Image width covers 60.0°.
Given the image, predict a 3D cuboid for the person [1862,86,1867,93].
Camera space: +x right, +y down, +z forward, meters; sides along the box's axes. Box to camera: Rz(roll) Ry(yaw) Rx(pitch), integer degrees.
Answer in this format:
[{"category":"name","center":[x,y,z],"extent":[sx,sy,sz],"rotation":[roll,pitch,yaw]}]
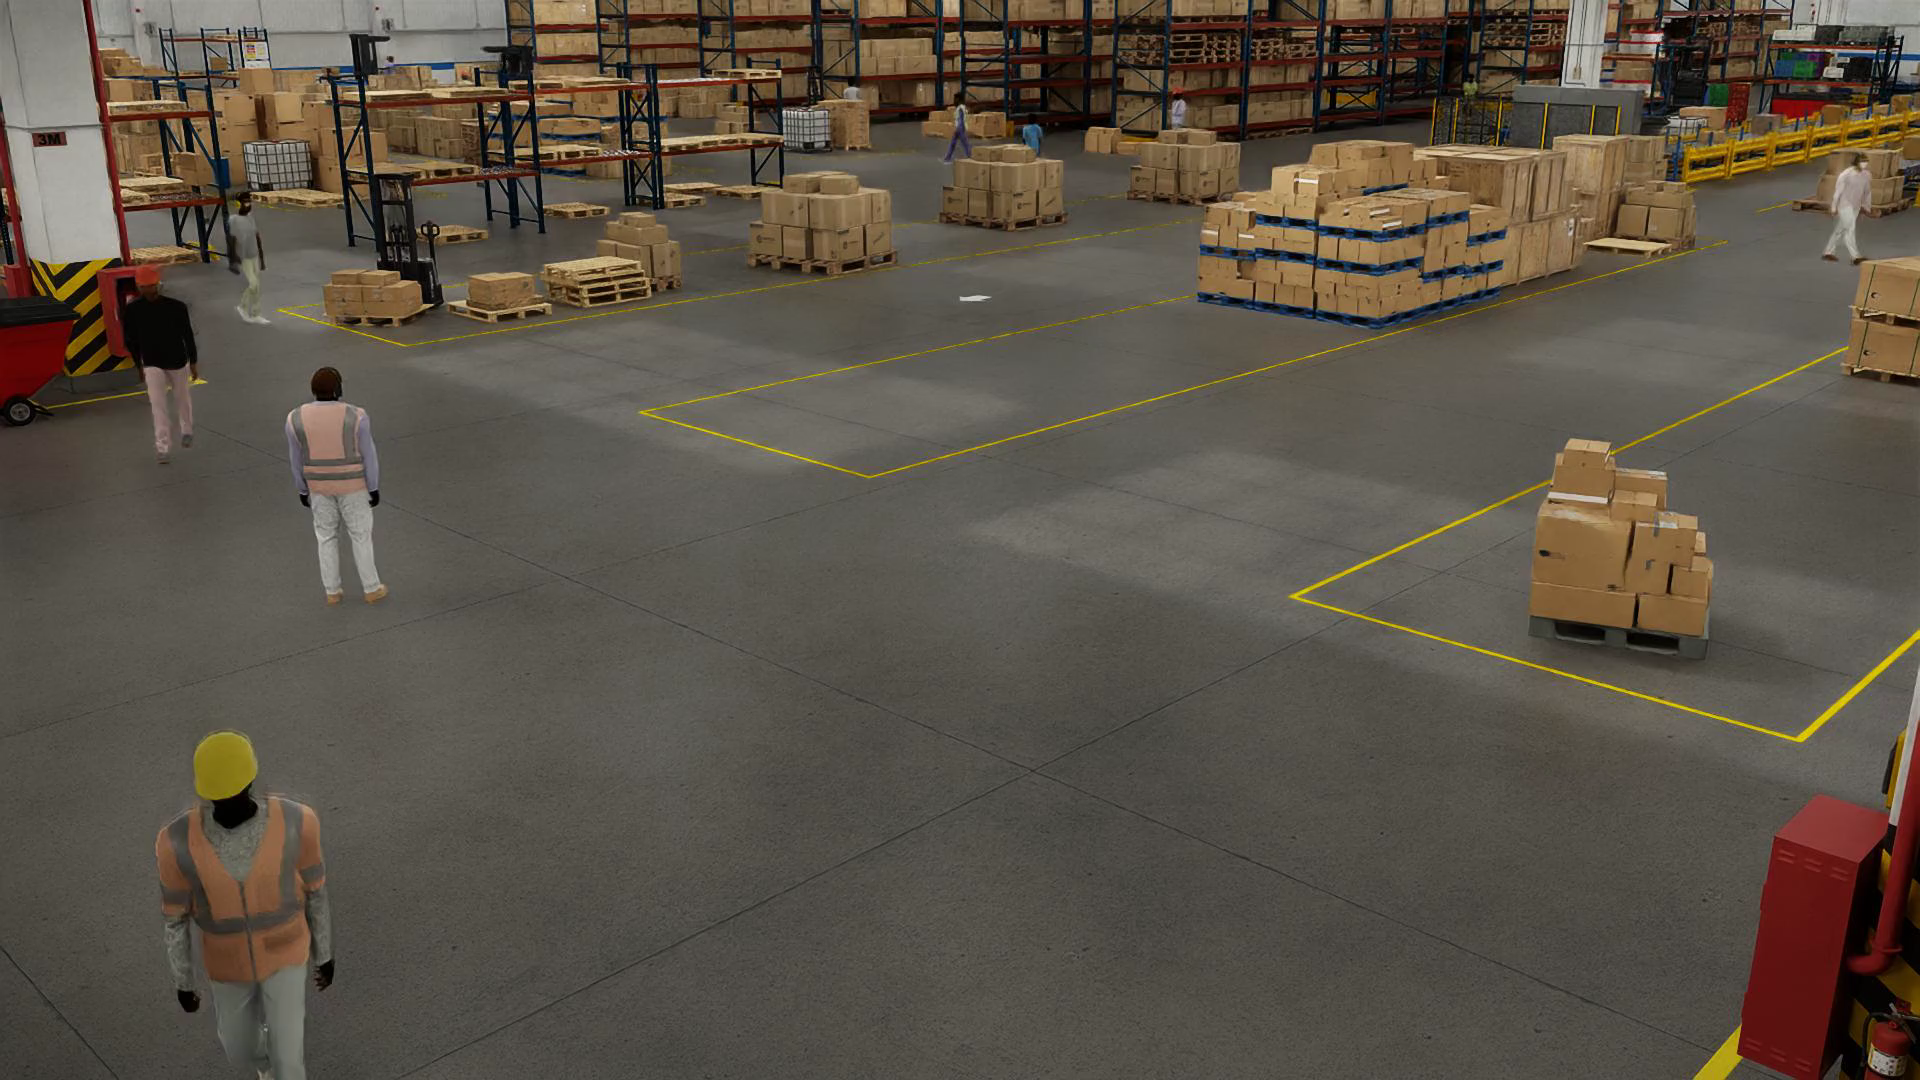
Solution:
[{"category":"person","center":[36.385,-18.495,67.186],"extent":[0.596,1.809,0.818],"rotation":[-14,23,-36]}]

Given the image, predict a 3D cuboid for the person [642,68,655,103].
[{"category":"person","center":[-11.091,-15.956,59.473],"extent":[1.054,1.851,0.638],"rotation":[15,23,38]}]

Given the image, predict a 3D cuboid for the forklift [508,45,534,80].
[{"category":"forklift","center":[-13.658,-14.074,52.183],"extent":[1.129,2.768,1.873],"rotation":[17,25,41]}]

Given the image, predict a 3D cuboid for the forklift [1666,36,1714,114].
[{"category":"forklift","center":[27.341,-17.291,61.877],"extent":[1.129,2.768,1.873],"rotation":[17,25,41]}]

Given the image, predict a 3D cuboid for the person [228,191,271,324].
[{"category":"person","center":[-9.906,-3.920,23.190],"extent":[0.405,1.856,0.556],"rotation":[6,19,19]}]

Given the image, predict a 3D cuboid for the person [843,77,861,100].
[{"category":"person","center":[-3.339,-13.422,51.734],"extent":[0.600,1.926,1.009],"rotation":[-7,20,-20]}]

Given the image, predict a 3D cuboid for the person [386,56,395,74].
[{"category":"person","center":[-23.085,-18.780,67.905],"extent":[0.968,1.888,0.621],"rotation":[-12,22,-33]}]

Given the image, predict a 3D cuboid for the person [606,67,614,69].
[{"category":"person","center":[-14.744,-19.497,70.494],"extent":[0.517,1.616,0.662],"rotation":[2,18,5]}]

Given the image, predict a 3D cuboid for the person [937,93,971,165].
[{"category":"person","center":[-0.085,-10.945,44.338],"extent":[0.987,1.862,0.614],"rotation":[-3,19,-10]}]

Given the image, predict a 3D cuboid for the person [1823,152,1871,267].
[{"category":"person","center":[15.210,-5.631,28.303],"extent":[0.653,1.882,1.007],"rotation":[-7,20,-20]}]

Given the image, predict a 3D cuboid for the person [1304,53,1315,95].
[{"category":"person","center":[15.468,-20.619,73.429],"extent":[0.403,1.904,0.652],"rotation":[-16,24,-39]}]

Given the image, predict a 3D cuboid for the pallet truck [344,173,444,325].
[{"category":"pallet truck","center":[-8.209,-4.181,23.757],"extent":[0.823,1.965,1.885],"rotation":[3,19,9]}]

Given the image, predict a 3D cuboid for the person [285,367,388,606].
[{"category":"person","center":[-4.714,-0.401,12.615],"extent":[0.624,1.844,0.430],"rotation":[-1,18,-4]}]

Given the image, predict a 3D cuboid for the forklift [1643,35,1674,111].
[{"category":"forklift","center":[26.792,-18.090,64.285],"extent":[1.129,2.768,1.873],"rotation":[17,25,41]}]

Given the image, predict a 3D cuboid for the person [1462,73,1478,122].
[{"category":"person","center":[18.005,-15.630,58.730],"extent":[0.540,1.681,0.462],"rotation":[4,19,13]}]

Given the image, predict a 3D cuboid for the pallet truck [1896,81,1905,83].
[{"category":"pallet truck","center":[34.802,-16.331,61.455],"extent":[0.653,1.274,1.630],"rotation":[17,25,41]}]

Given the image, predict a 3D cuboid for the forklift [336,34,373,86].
[{"category":"forklift","center":[-23.363,-18.330,65.008],"extent":[1.129,2.768,1.873],"rotation":[17,25,41]}]

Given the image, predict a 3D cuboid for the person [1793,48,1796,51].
[{"category":"person","center":[42.284,-24.199,84.253],"extent":[0.417,1.894,0.681],"rotation":[14,23,36]}]

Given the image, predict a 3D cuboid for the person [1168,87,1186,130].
[{"category":"person","center":[6.009,-11.626,46.306],"extent":[0.399,1.921,0.554],"rotation":[-5,19,-16]}]

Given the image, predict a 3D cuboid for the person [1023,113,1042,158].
[{"category":"person","center":[1.750,-9.446,40.117],"extent":[0.540,1.683,0.493],"rotation":[-8,20,-23]}]

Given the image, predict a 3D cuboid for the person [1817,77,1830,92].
[{"category":"person","center":[30.818,-15.980,59.408],"extent":[0.513,1.927,0.634],"rotation":[-1,18,-3]}]

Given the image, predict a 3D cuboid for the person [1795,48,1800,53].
[{"category":"person","center":[41.833,-23.778,83.256],"extent":[0.592,1.698,0.730],"rotation":[-6,19,-18]}]

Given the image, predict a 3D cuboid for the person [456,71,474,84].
[{"category":"person","center":[-16.111,-14.300,54.288],"extent":[0.607,1.964,0.687],"rotation":[-9,20,-25]}]

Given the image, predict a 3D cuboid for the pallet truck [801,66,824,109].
[{"category":"pallet truck","center":[-4.812,-15.182,56.903],"extent":[0.823,1.965,1.885],"rotation":[-9,21,-26]}]

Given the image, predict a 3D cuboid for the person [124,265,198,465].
[{"category":"person","center":[-7.945,-1.787,16.634],"extent":[0.626,1.944,1.029],"rotation":[-5,19,-15]}]

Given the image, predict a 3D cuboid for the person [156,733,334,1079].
[{"category":"person","center":[-2.769,1.589,6.531],"extent":[0.592,1.903,0.779],"rotation":[-6,19,-17]}]
